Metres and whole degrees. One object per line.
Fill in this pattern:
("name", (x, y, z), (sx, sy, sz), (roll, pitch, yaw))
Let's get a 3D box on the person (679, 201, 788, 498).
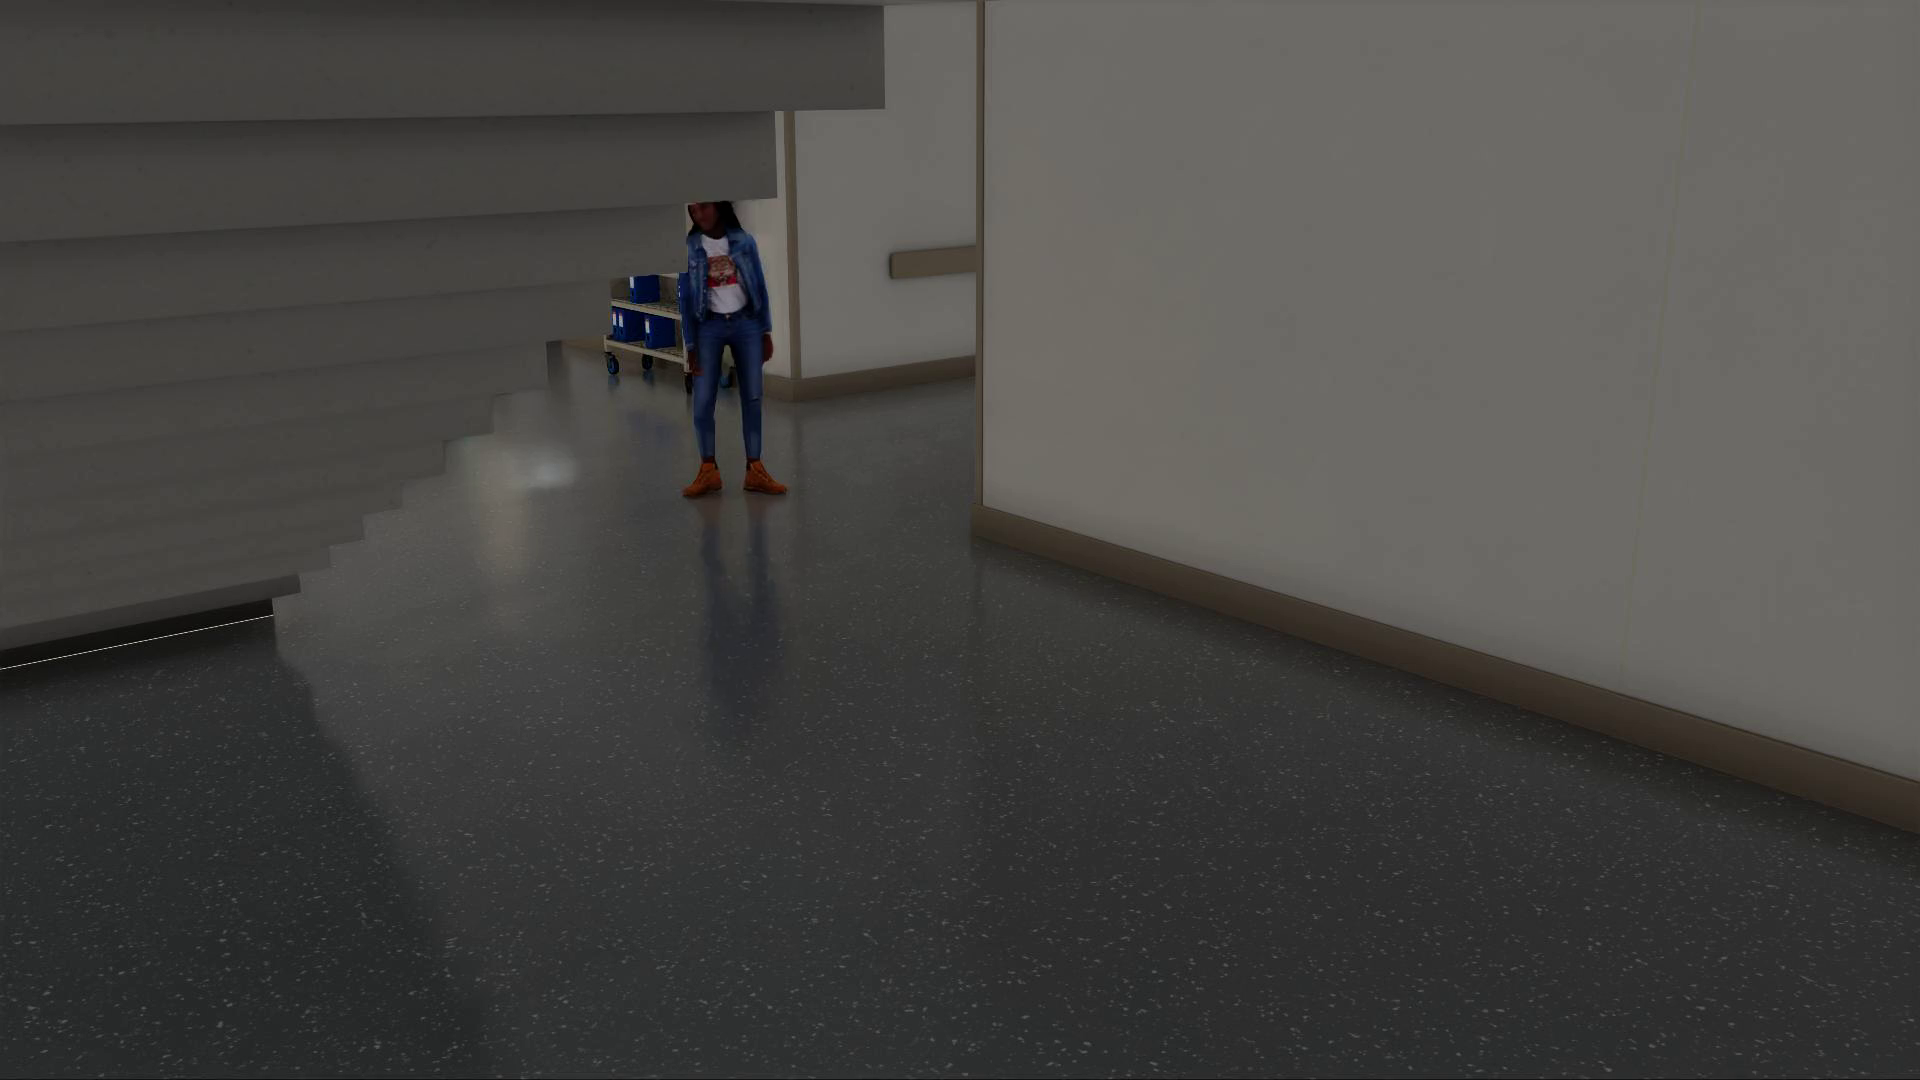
("person", (-1.229, -1.087, 9.093), (0.786, 1.700, 0.712), (-9, 18, -29))
